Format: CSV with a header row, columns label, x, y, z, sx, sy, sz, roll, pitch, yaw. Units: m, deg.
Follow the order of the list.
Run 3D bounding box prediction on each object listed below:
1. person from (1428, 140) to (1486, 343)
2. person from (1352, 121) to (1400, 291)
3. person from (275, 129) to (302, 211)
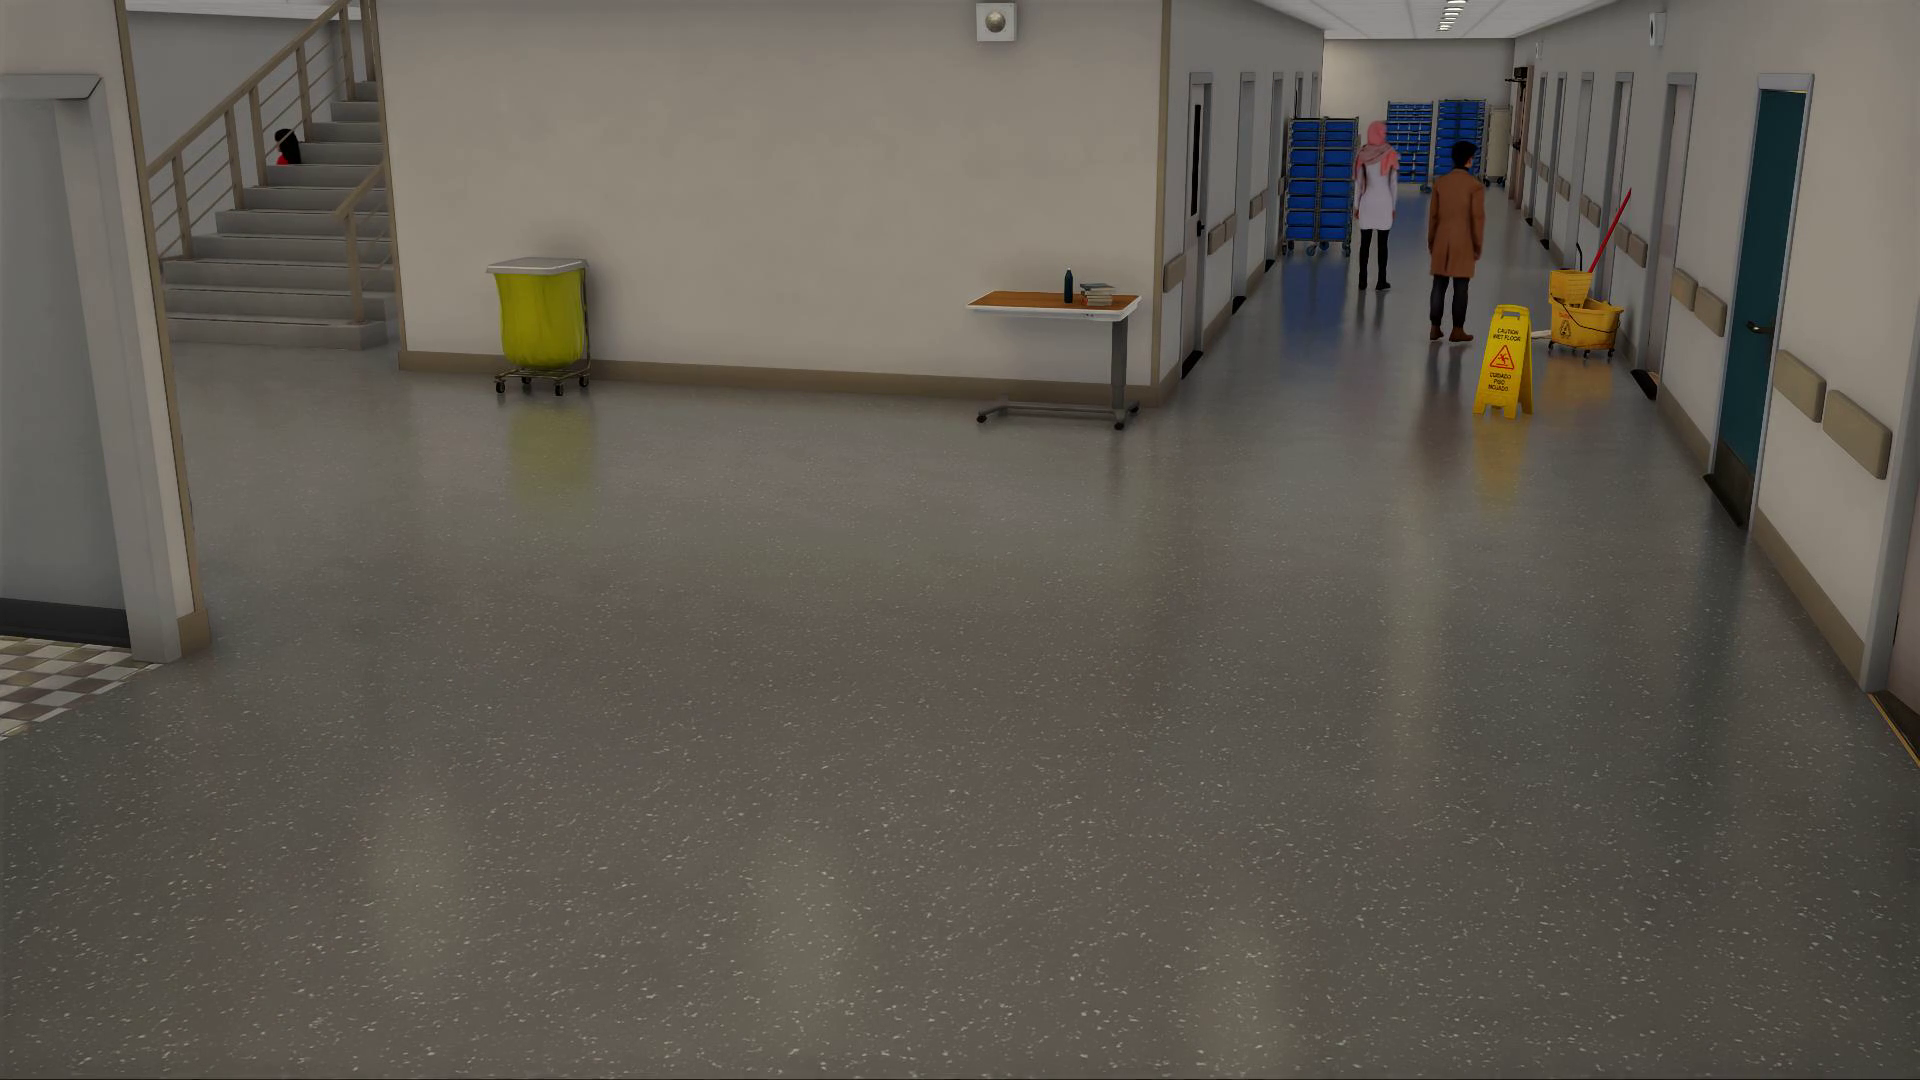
label,x,y,z,sx,sy,sz,roll,pitch,yaw
person,4.320,-2.612,14.538,0.747,1.726,0.765,13,20,38
person,4.526,-3.637,18.111,0.661,1.803,0.630,7,17,24
person,-6.923,-3.387,17.325,0.704,1.748,0.584,2,16,7
